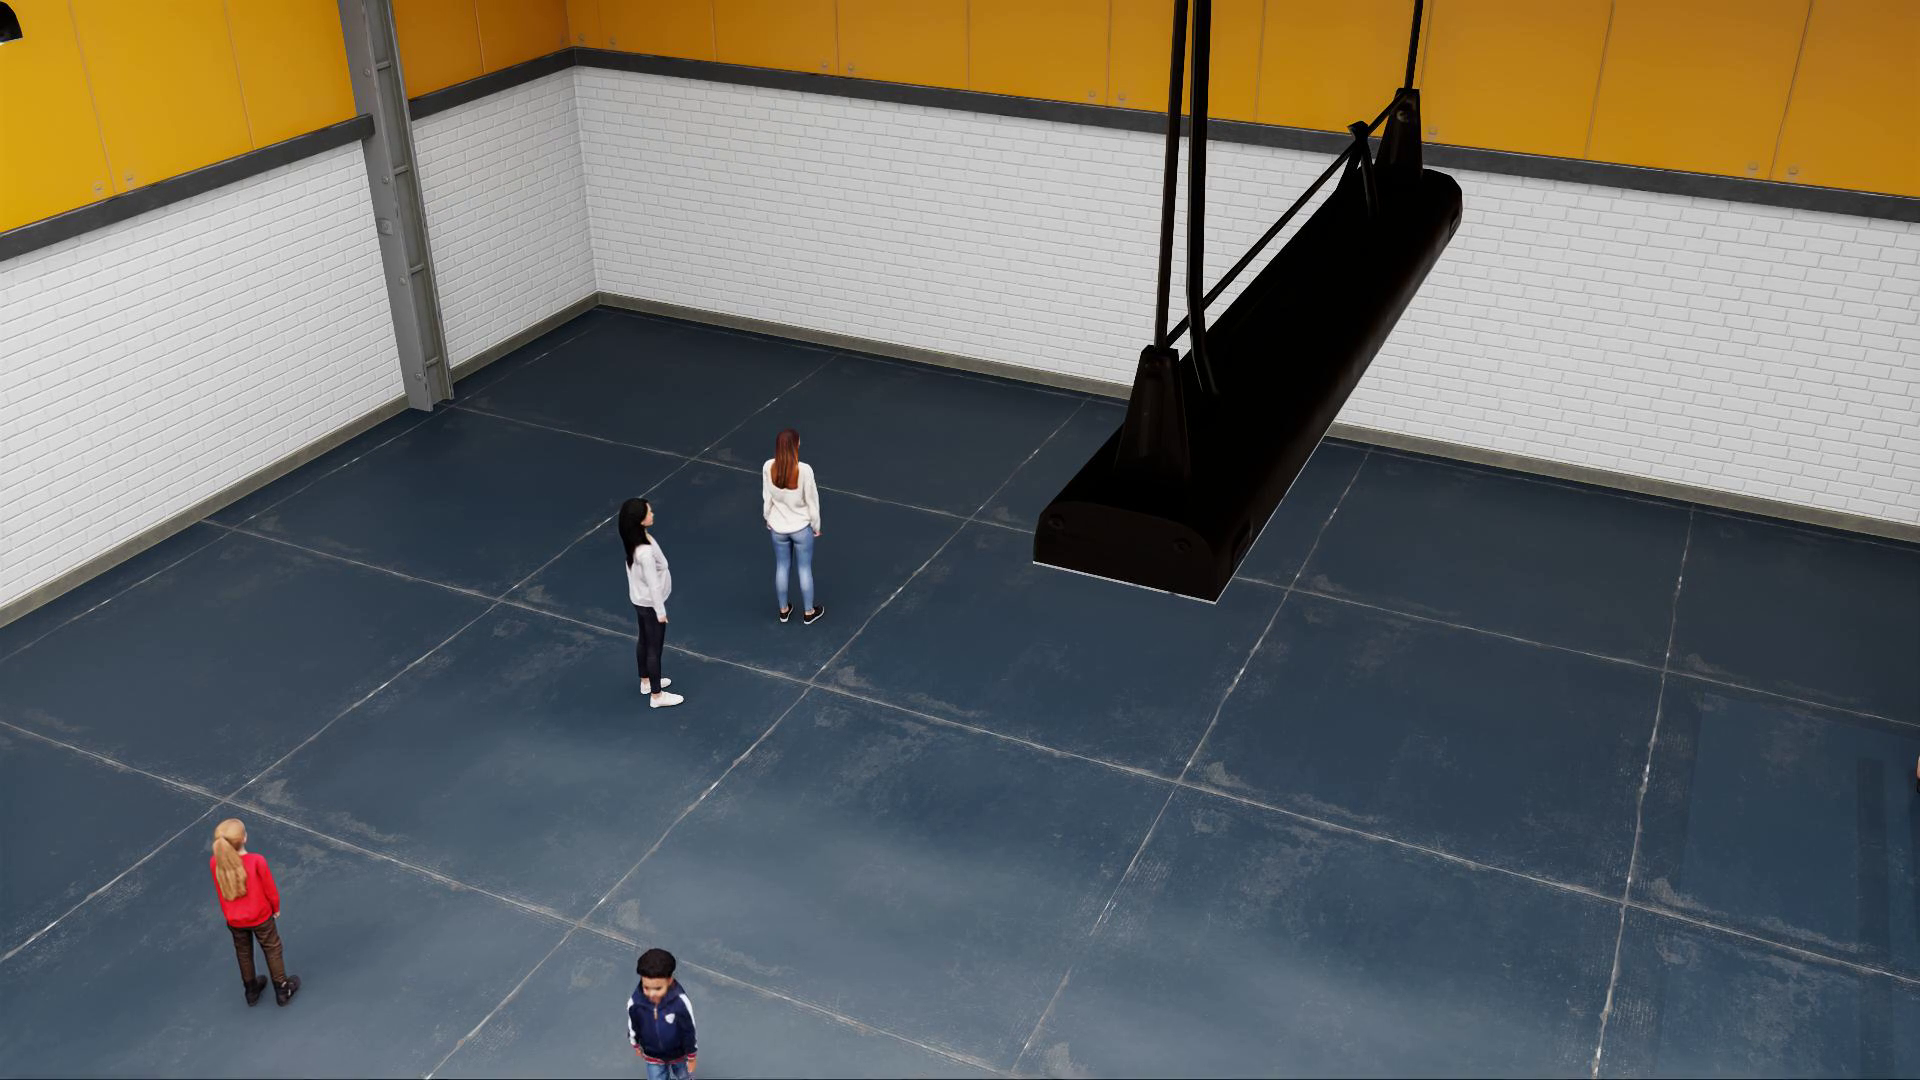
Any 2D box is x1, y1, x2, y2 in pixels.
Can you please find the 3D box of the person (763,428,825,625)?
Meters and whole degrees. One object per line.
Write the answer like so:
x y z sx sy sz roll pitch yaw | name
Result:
-1.345 -0.113 13.340 0.651 1.691 0.593 8 30 14 | person

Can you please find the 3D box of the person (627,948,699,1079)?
-1.540 2.634 8.815 0.731 1.202 0.916 0 29 0 | person

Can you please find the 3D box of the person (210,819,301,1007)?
-4.113 2.152 9.616 0.560 1.282 0.595 -2 29 -3 | person

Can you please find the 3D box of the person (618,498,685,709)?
-2.313 0.446 12.306 0.746 1.701 0.711 -14 32 -24 | person
